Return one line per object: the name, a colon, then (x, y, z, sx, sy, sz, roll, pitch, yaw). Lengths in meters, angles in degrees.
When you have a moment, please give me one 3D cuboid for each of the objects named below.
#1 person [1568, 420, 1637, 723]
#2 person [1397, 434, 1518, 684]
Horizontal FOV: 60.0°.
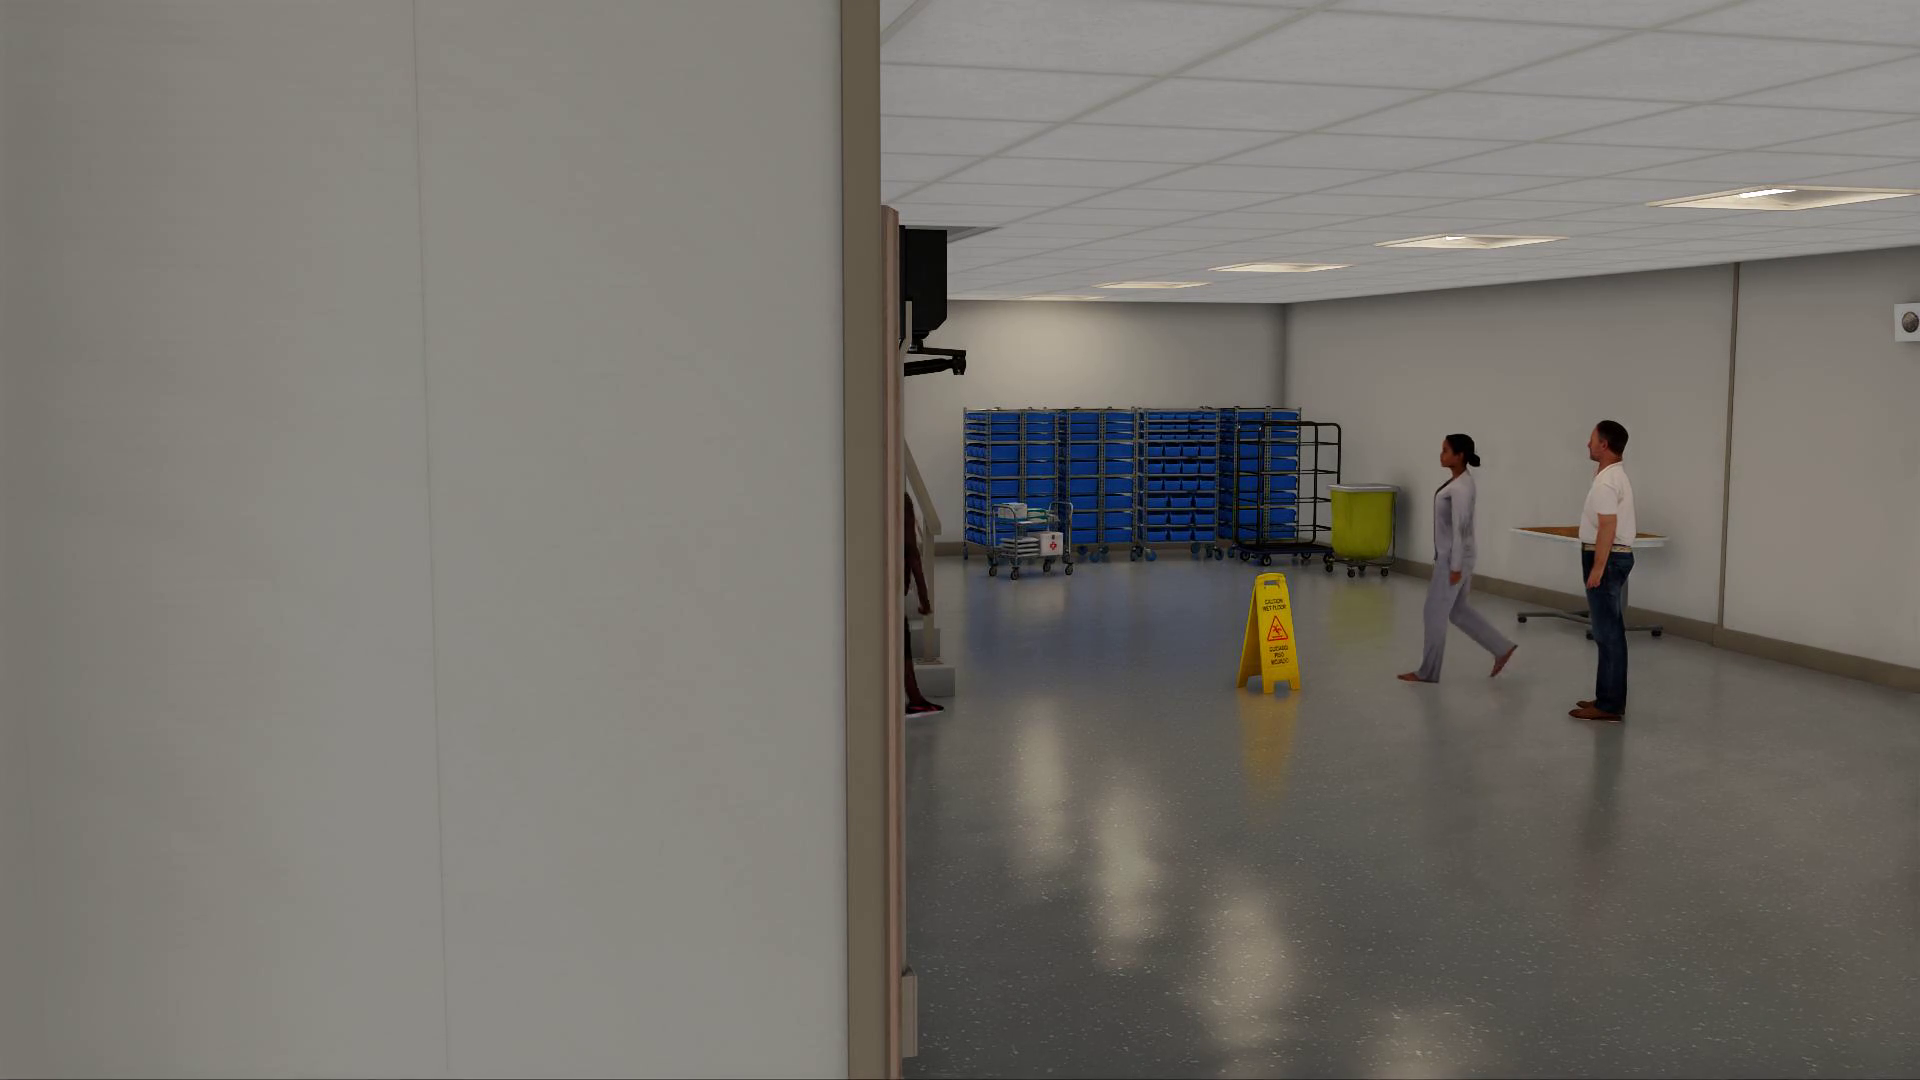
person: (4.038, 0.177, 10.335, 0.805, 1.856, 0.744, 3, 7, 30)
person: (3.470, 0.135, 11.453, 1.048, 1.716, 1.069, 2, 6, 17)
